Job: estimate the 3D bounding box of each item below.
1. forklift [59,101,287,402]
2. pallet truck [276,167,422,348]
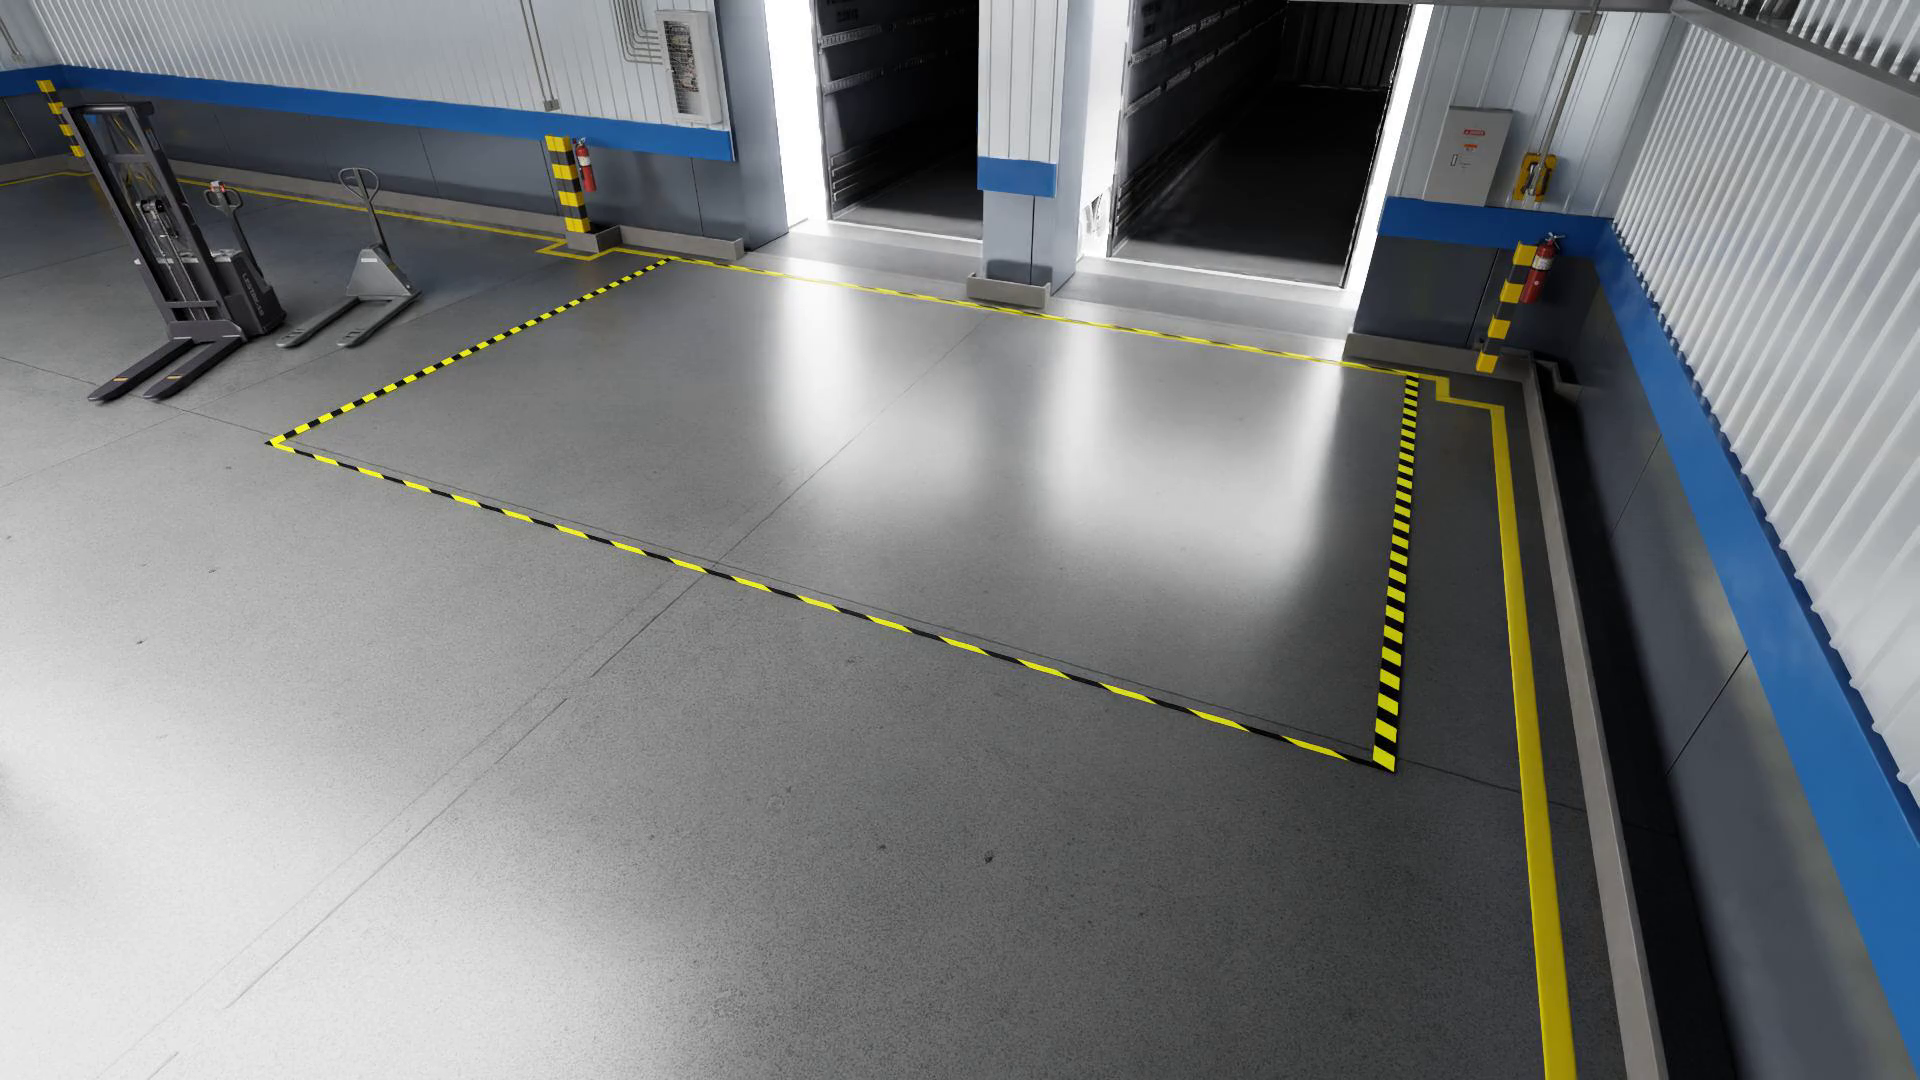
[{"bbox_3d":[-6.686,-2.387,7.434,0.823,1.965,1.885,-3,35,-5],"label":"forklift"},{"bbox_3d":[-5.732,-2.611,8.414,0.680,1.201,1.601,-1,35,-1],"label":"pallet truck"}]
